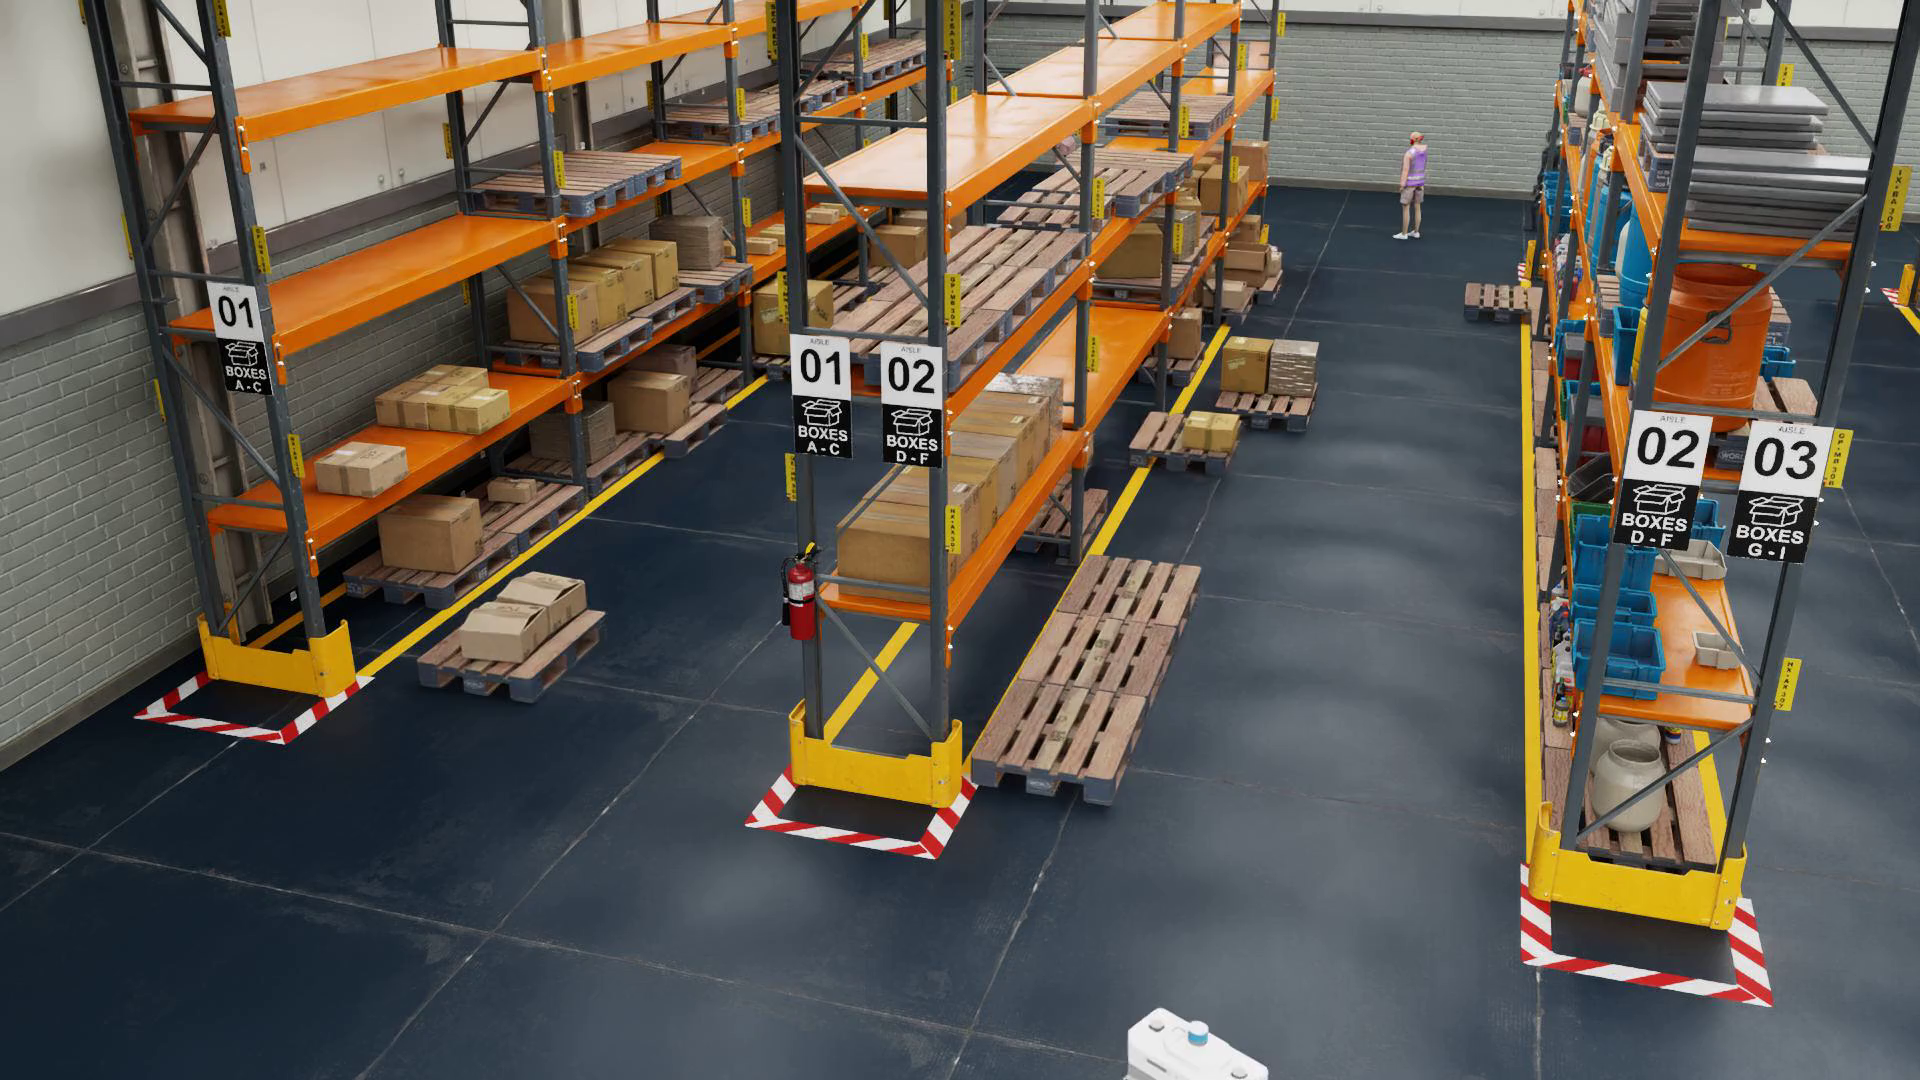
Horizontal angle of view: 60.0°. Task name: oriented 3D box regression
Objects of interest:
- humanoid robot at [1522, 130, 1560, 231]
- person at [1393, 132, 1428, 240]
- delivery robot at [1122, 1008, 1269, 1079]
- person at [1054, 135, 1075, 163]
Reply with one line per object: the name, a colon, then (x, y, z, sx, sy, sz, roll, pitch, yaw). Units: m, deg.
humanoid robot: (9.458, -5.784, 26.809, 0.599, 1.646, 0.524, -21, 31, -40)
person: (7.184, -5.621, 26.418, 0.489, 1.688, 0.349, -14, 27, -29)
delivery robot: (1.198, 2.721, 8.484, 0.757, 0.580, 0.499, 21, 31, 40)
person: (1.697, -5.926, 26.978, 0.330, 1.800, 0.537, 9, 25, 20)
